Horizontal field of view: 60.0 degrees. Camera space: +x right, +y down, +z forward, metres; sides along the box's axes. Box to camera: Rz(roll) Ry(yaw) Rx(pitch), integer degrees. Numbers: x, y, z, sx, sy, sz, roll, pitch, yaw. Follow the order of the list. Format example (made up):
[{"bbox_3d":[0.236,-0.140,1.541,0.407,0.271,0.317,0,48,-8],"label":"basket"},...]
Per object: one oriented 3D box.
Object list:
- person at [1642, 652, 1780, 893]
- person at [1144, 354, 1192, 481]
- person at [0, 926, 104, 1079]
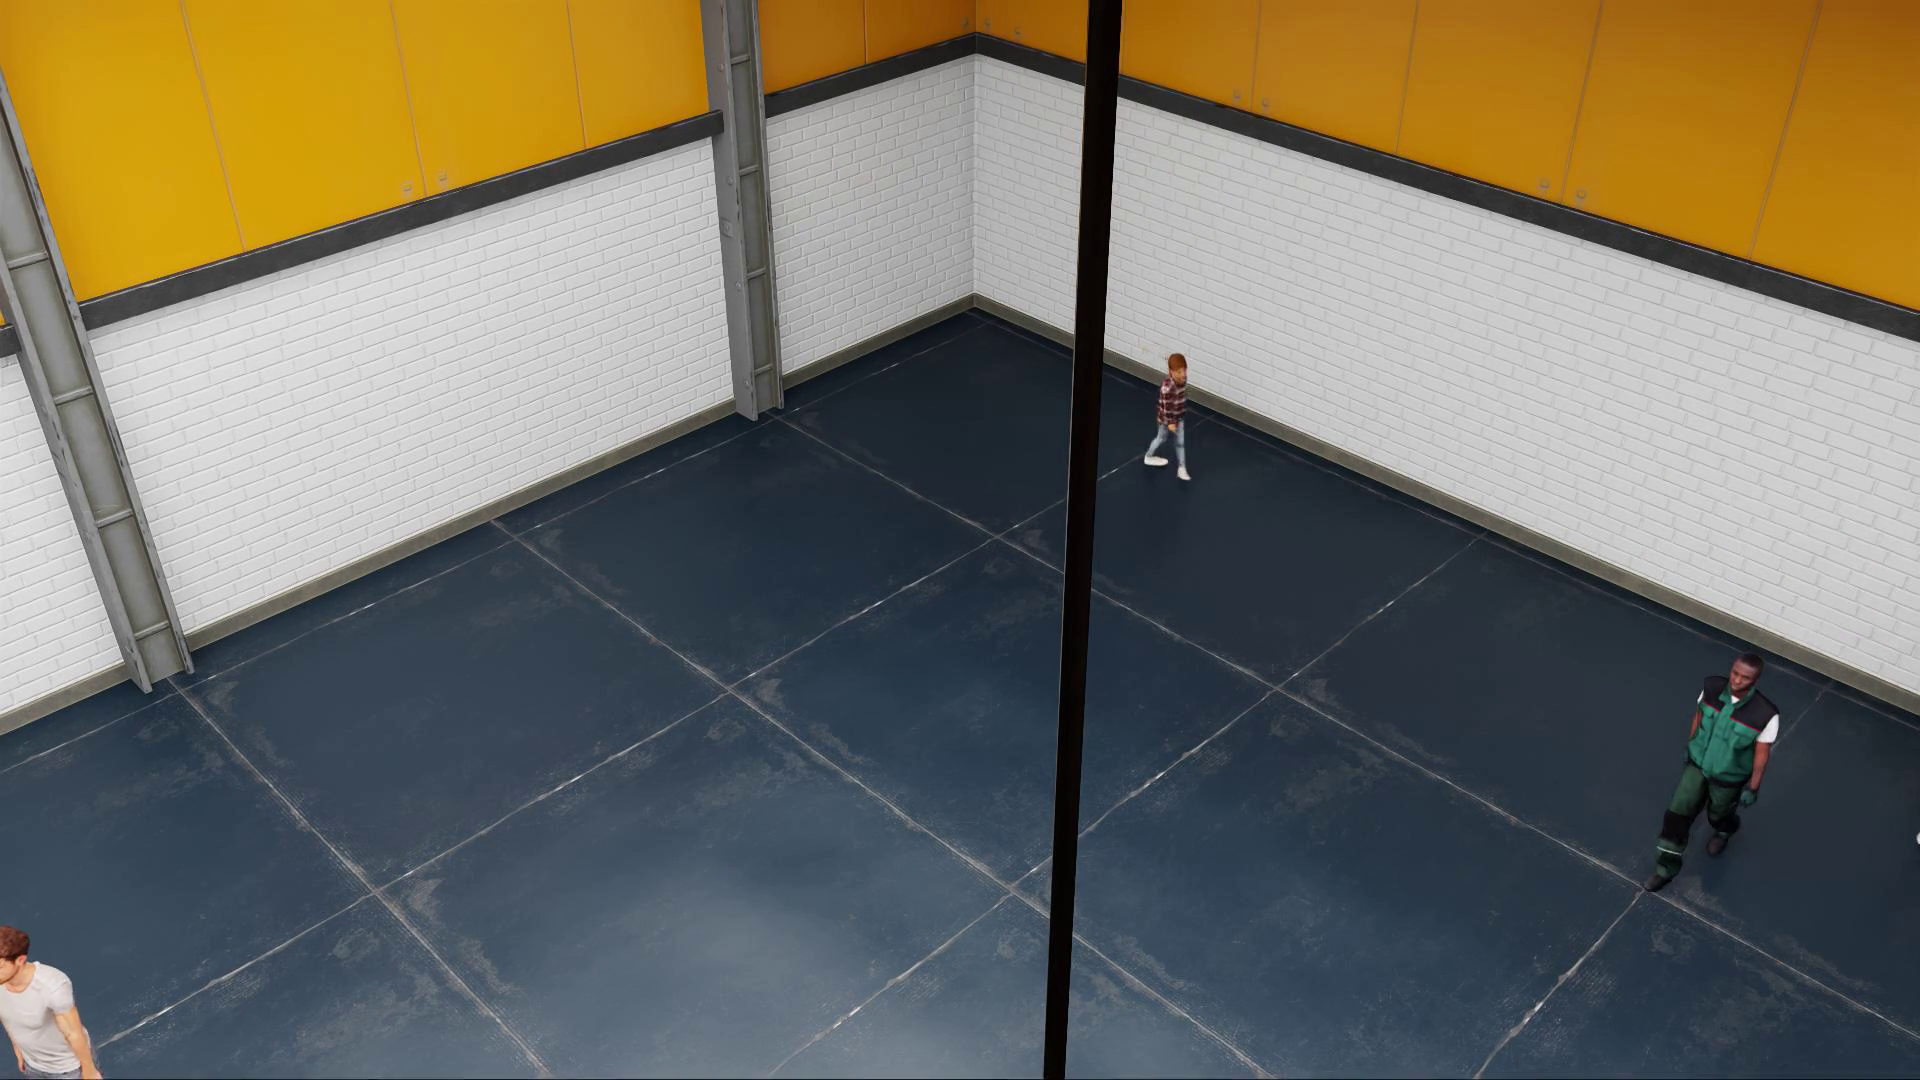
[{"bbox_3d":[4.947,1.451,10.746,1.200,1.803,0.790,-25,41,-32],"label":"person"},{"bbox_3d":[1.892,-1.169,15.176,0.634,1.262,0.747,25,41,32],"label":"person"},{"bbox_3d":[-4.747,2.709,8.773,0.721,1.892,0.713,9,35,13],"label":"person"}]
